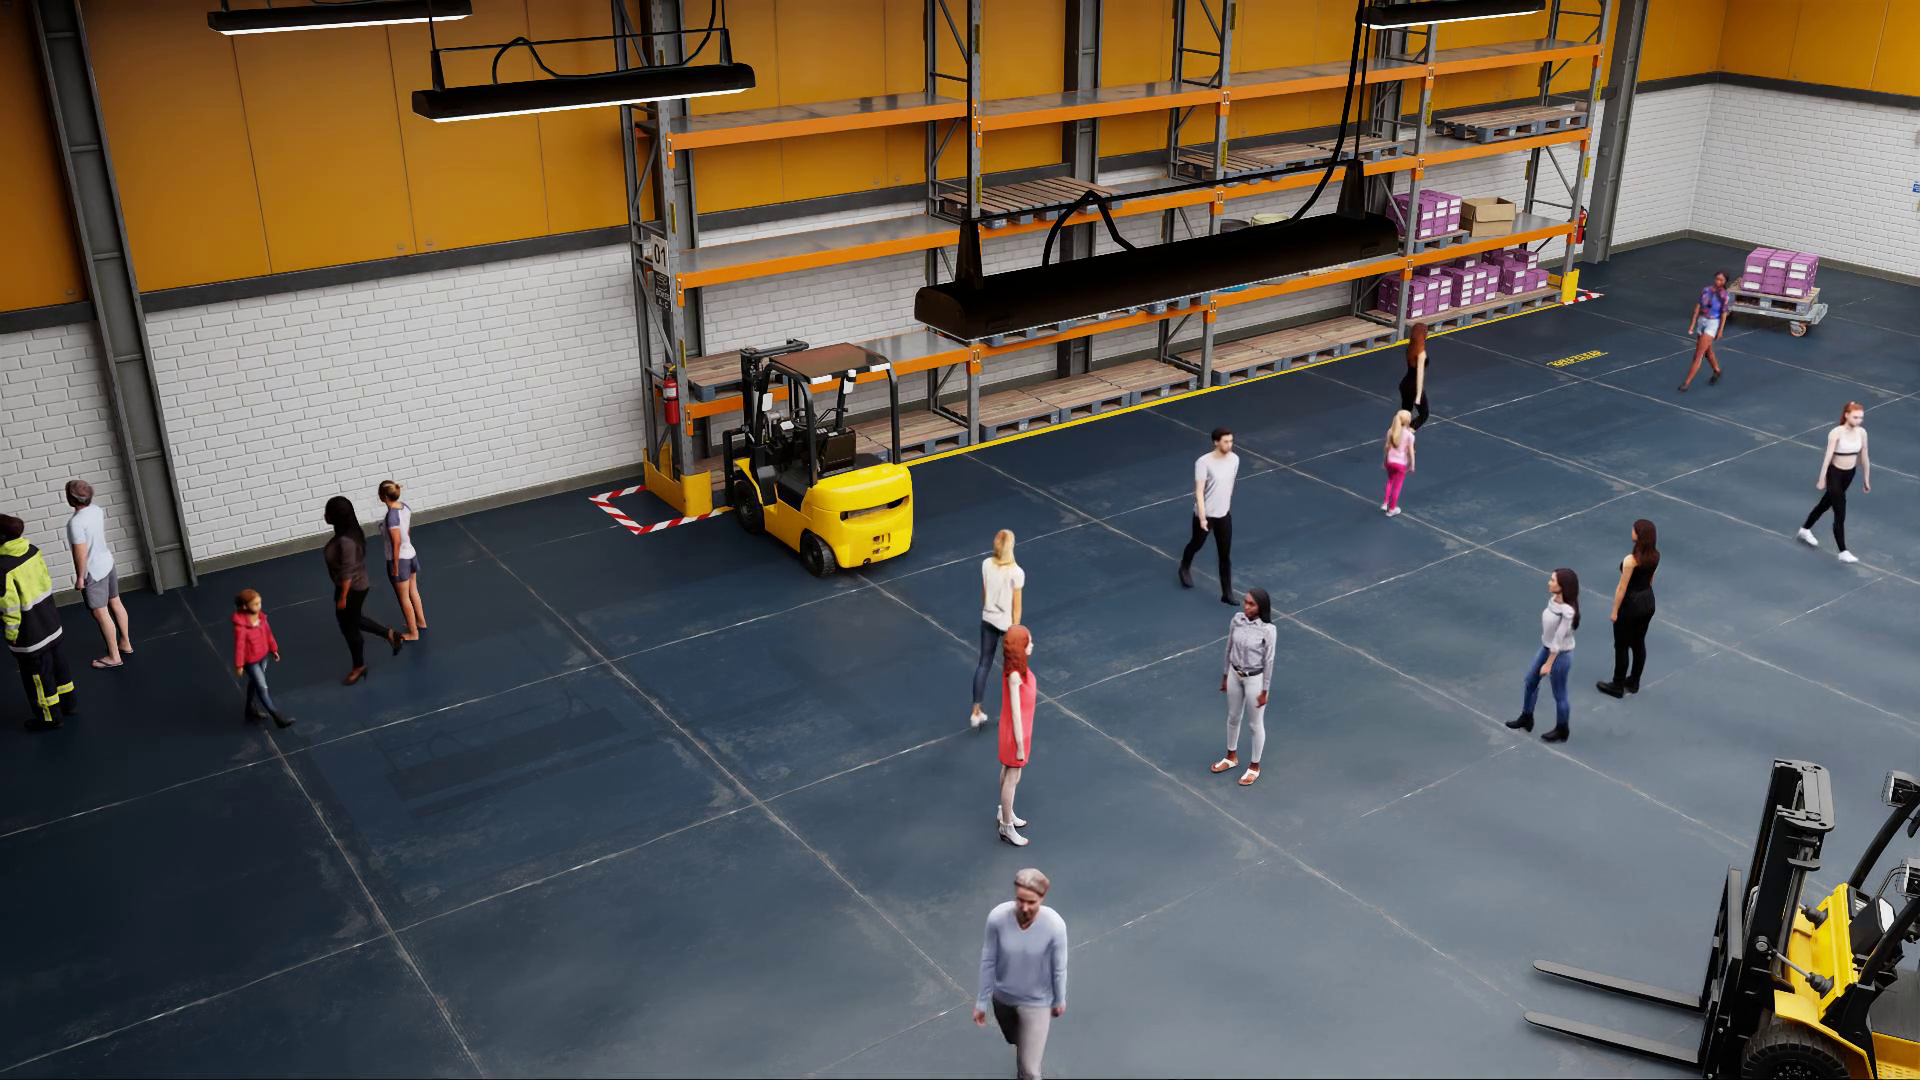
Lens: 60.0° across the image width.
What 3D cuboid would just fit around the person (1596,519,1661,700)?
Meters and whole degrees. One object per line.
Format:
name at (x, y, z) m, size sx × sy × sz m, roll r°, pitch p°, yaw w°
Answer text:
person at (6.060, 0.611, 14.948) m, size 0.489 × 1.687 × 0.645 m, roll -13°, pitch 27°, yaw -27°

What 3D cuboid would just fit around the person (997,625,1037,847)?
person at (0.418, 1.478, 12.790) m, size 0.700 × 1.827 × 0.678 m, roll 0°, pitch 24°, yaw 0°

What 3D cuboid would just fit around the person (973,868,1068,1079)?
person at (0.390, 2.702, 9.961) m, size 1.099 × 1.851 × 1.302 m, roll 9°, pitch 25°, yaw 19°

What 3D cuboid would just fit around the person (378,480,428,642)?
person at (-5.377, 0.184, 16.004) m, size 0.686 × 1.624 × 0.656 m, roll 1°, pitch 24°, yaw 2°

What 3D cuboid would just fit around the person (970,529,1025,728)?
person at (0.300, 0.797, 14.428) m, size 0.942 × 1.763 × 1.244 m, roll 13°, pitch 27°, yaw 28°

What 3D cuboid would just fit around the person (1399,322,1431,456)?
person at (5.496, -1.841, 20.522) m, size 0.722 × 1.716 × 0.671 m, roll -6°, pitch 24°, yaw -13°

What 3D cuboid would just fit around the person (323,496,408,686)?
person at (-5.452, 0.455, 15.137) m, size 0.920 × 1.822 × 0.770 m, roll -8°, pitch 25°, yaw -18°

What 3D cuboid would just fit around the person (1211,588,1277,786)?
person at (2.363, 1.169, 13.626) m, size 0.558 × 1.724 × 0.618 m, roll -20°, pitch 31°, yaw -38°

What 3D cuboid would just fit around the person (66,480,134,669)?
person at (-8.045, 0.290, 15.503) m, size 0.758 × 1.832 × 0.737 m, roll 0°, pitch 24°, yaw 0°

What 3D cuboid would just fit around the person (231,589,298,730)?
person at (-6.202, 1.029, 14.490) m, size 0.886 × 1.289 × 0.860 m, roll 7°, pitch 25°, yaw 15°

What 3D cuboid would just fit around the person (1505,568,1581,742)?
person at (5.163, 0.995, 14.159) m, size 0.887 × 1.615 × 0.818 m, roll 0°, pitch 24°, yaw 1°

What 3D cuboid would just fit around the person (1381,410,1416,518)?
person at (4.928, -0.863, 18.842) m, size 0.553 × 1.269 × 0.565 m, roll 20°, pitch 31°, yaw 38°

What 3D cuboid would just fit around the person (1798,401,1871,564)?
person at (9.371, -0.658, 17.846) m, size 1.193 × 1.691 × 0.986 m, roll -5°, pitch 24°, yaw -11°

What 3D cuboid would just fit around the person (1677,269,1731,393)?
person at (10.377, -2.898, 22.963) m, size 1.199 × 1.697 × 0.646 m, roll -13°, pitch 27°, yaw -27°

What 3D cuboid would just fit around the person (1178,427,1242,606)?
person at (2.496, -0.288, 16.840) m, size 1.257 × 1.820 × 0.977 m, roll -7°, pitch 25°, yaw -17°

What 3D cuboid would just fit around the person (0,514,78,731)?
person at (-8.056, 0.687, 14.400) m, size 0.887 × 1.987 × 0.870 m, roll 1°, pitch 24°, yaw 1°
